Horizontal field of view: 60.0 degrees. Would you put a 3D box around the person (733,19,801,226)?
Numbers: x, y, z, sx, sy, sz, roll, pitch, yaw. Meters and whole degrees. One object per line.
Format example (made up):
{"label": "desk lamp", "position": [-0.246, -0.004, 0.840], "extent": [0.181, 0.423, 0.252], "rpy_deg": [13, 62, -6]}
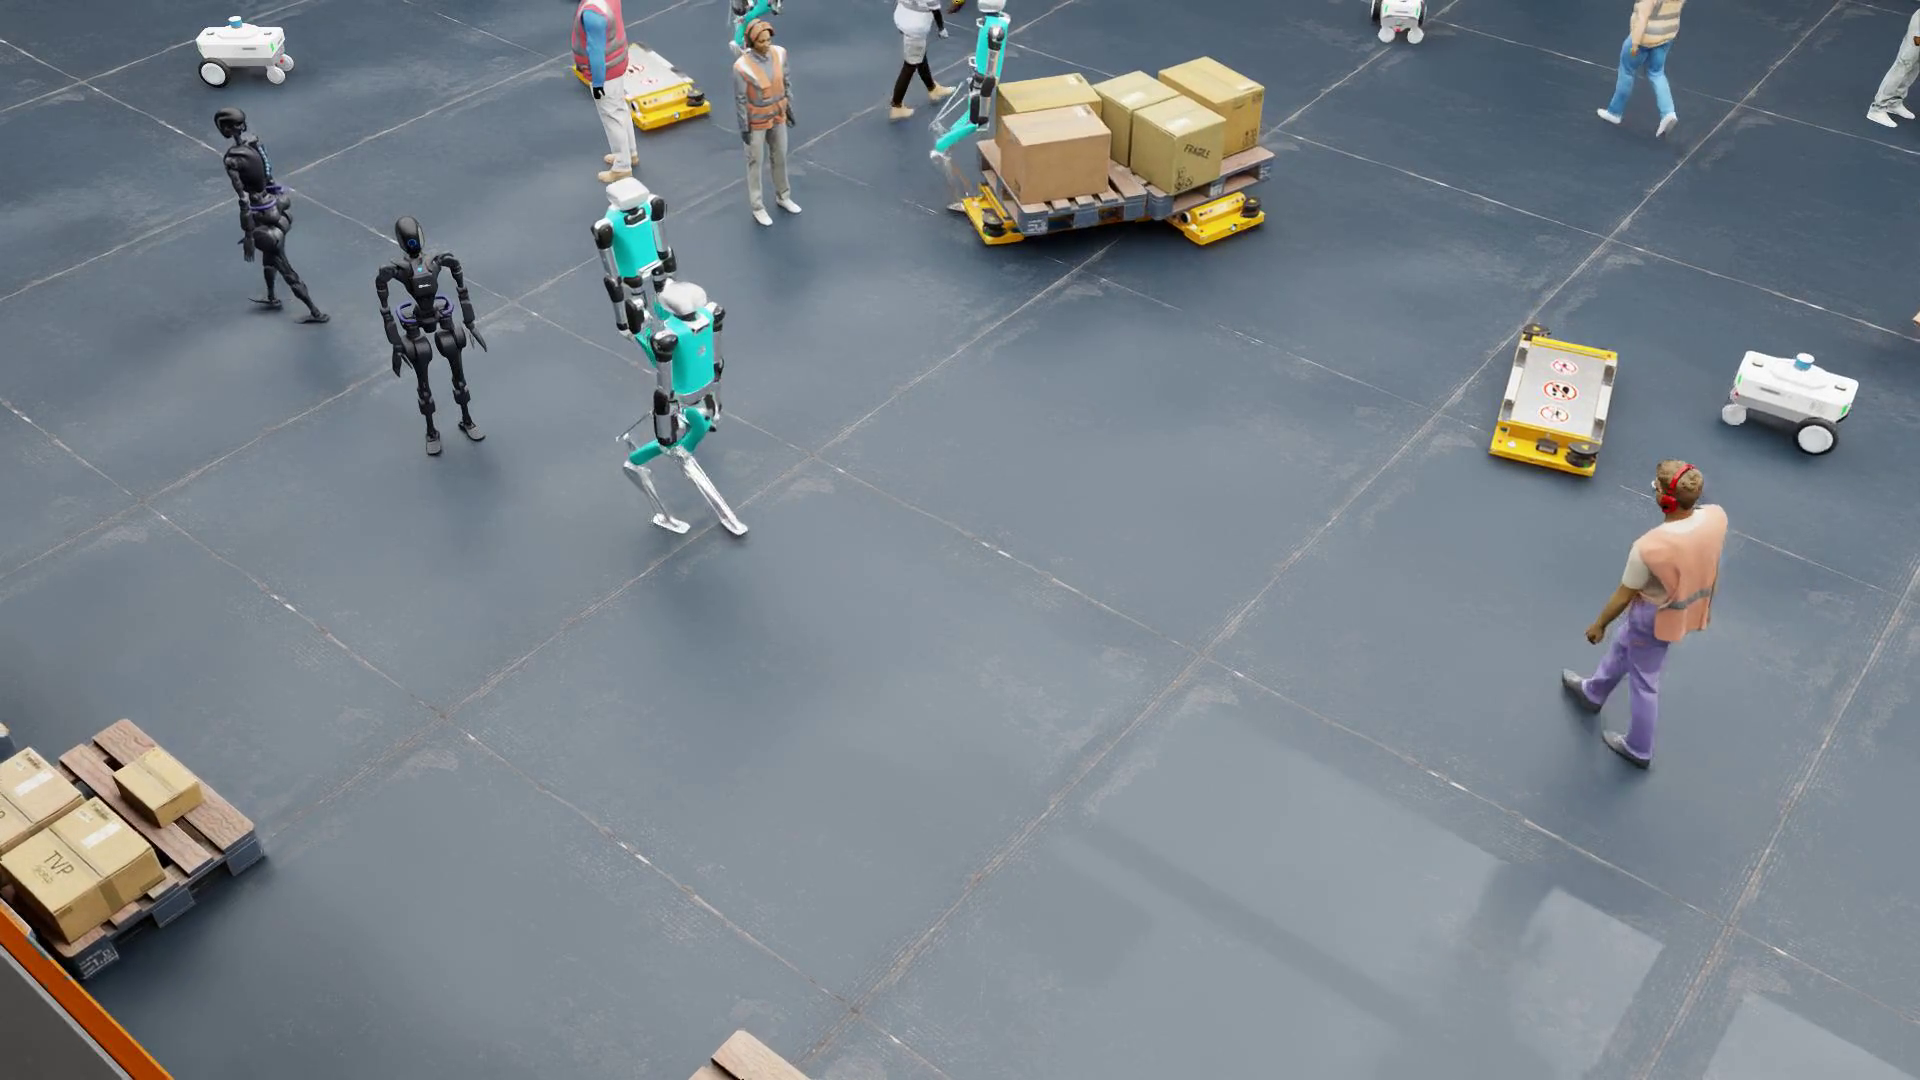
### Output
{"label": "person", "position": [-1.502, -3.224, 12.817], "extent": [0.514, 1.635, 0.311], "rpy_deg": [-33, 50, -32]}

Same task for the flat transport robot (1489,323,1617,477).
{"label": "flat transport robot", "position": [4.022, -0.961, 11.208], "extent": [0.659, 0.231, 1.431], "rpy_deg": [15, 43, 17]}

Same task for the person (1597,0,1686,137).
{"label": "person", "position": [5.844, -4.212, 13.927], "extent": [0.493, 1.704, 0.695], "rpy_deg": [-15, 42, -17]}

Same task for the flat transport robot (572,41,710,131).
{"label": "flat transport robot", "position": [-2.871, -4.085, 14.884], "extent": [0.659, 0.231, 1.431], "rpy_deg": [-25, 46, -26]}

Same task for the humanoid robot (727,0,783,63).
{"label": "humanoid robot", "position": [-1.854, -4.713, 14.567], "extent": [0.535, 1.866, 0.768], "rpy_deg": [-28, 48, -29]}

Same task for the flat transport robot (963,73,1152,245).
{"label": "flat transport robot", "position": [0.791, -2.674, 13.223], "extent": [1.431, 0.231, 0.659], "rpy_deg": [-12, 42, -13]}

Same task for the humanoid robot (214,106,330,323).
{"label": "humanoid robot", "position": [-4.927, -2.255, 11.660], "extent": [0.643, 1.634, 0.610], "rpy_deg": [1, 40, 1]}

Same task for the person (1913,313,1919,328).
{"label": "person", "position": [7.082, -2.028, 11.344], "extent": [0.400, 1.718, 0.477], "rpy_deg": [-9, 41, -11]}

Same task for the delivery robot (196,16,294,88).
{"label": "delivery robot", "position": [-6.520, -4.436, 15.091], "extent": [0.808, 0.614, 0.499], "rpy_deg": [0, 40, 0]}

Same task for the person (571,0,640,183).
{"label": "person", "position": [-2.861, -3.773, 13.315], "extent": [0.431, 1.835, 0.628], "rpy_deg": [0, 40, 0]}

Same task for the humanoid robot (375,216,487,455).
{"label": "humanoid robot", "position": [-3.329, -1.307, 10.517], "extent": [0.599, 1.657, 0.315], "rpy_deg": [-20, 44, -22]}

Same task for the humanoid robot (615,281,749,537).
{"label": "humanoid robot", "position": [-1.697, -0.752, 9.842], "extent": [0.846, 1.777, 0.599], "rpy_deg": [24, 46, 26]}

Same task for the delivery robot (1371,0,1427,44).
{"label": "delivery robot", "position": [4.213, -5.101, 15.872], "extent": [0.514, 0.614, 0.786], "rpy_deg": [8, 41, 9]}

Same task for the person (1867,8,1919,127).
{"label": "person", "position": [8.208, -4.354, 14.072], "extent": [0.483, 1.738, 0.340], "rpy_deg": [-27, 47, -28]}

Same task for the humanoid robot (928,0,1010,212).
{"label": "humanoid robot", "position": [0.009, -3.391, 12.907], "extent": [0.732, 1.748, 0.535], "rpy_deg": [-2, 40, -2]}

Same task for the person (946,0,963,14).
{"label": "person", "position": [0.039, -6.084, 16.114], "extent": [0.528, 1.717, 0.842], "rpy_deg": [22, 45, 24]}

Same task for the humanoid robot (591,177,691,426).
{"label": "humanoid robot", "position": [-1.865, -1.373, 10.629], "extent": [0.736, 1.876, 0.544], "rpy_deg": [29, 48, 30]}

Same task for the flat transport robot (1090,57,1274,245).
{"label": "flat transport robot", "position": [1.732, -2.833, 13.411], "extent": [0.659, 0.231, 1.431], "rpy_deg": [-24, 46, -26]}

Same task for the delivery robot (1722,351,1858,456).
{"label": "delivery robot", "position": [5.508, -0.941, 10.979], "extent": [0.812, 0.614, 0.499], "rpy_deg": [22, 45, 24]}

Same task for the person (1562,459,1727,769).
{"label": "person", "position": [3.468, 0.332, 8.500], "extent": [0.594, 1.805, 0.820], "rpy_deg": [-23, 45, -24]}

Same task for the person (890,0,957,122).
{"label": "person", "position": [-0.310, -4.399, 14.186], "extent": [0.749, 1.661, 0.548], "rpy_deg": [-19, 44, -21]}
